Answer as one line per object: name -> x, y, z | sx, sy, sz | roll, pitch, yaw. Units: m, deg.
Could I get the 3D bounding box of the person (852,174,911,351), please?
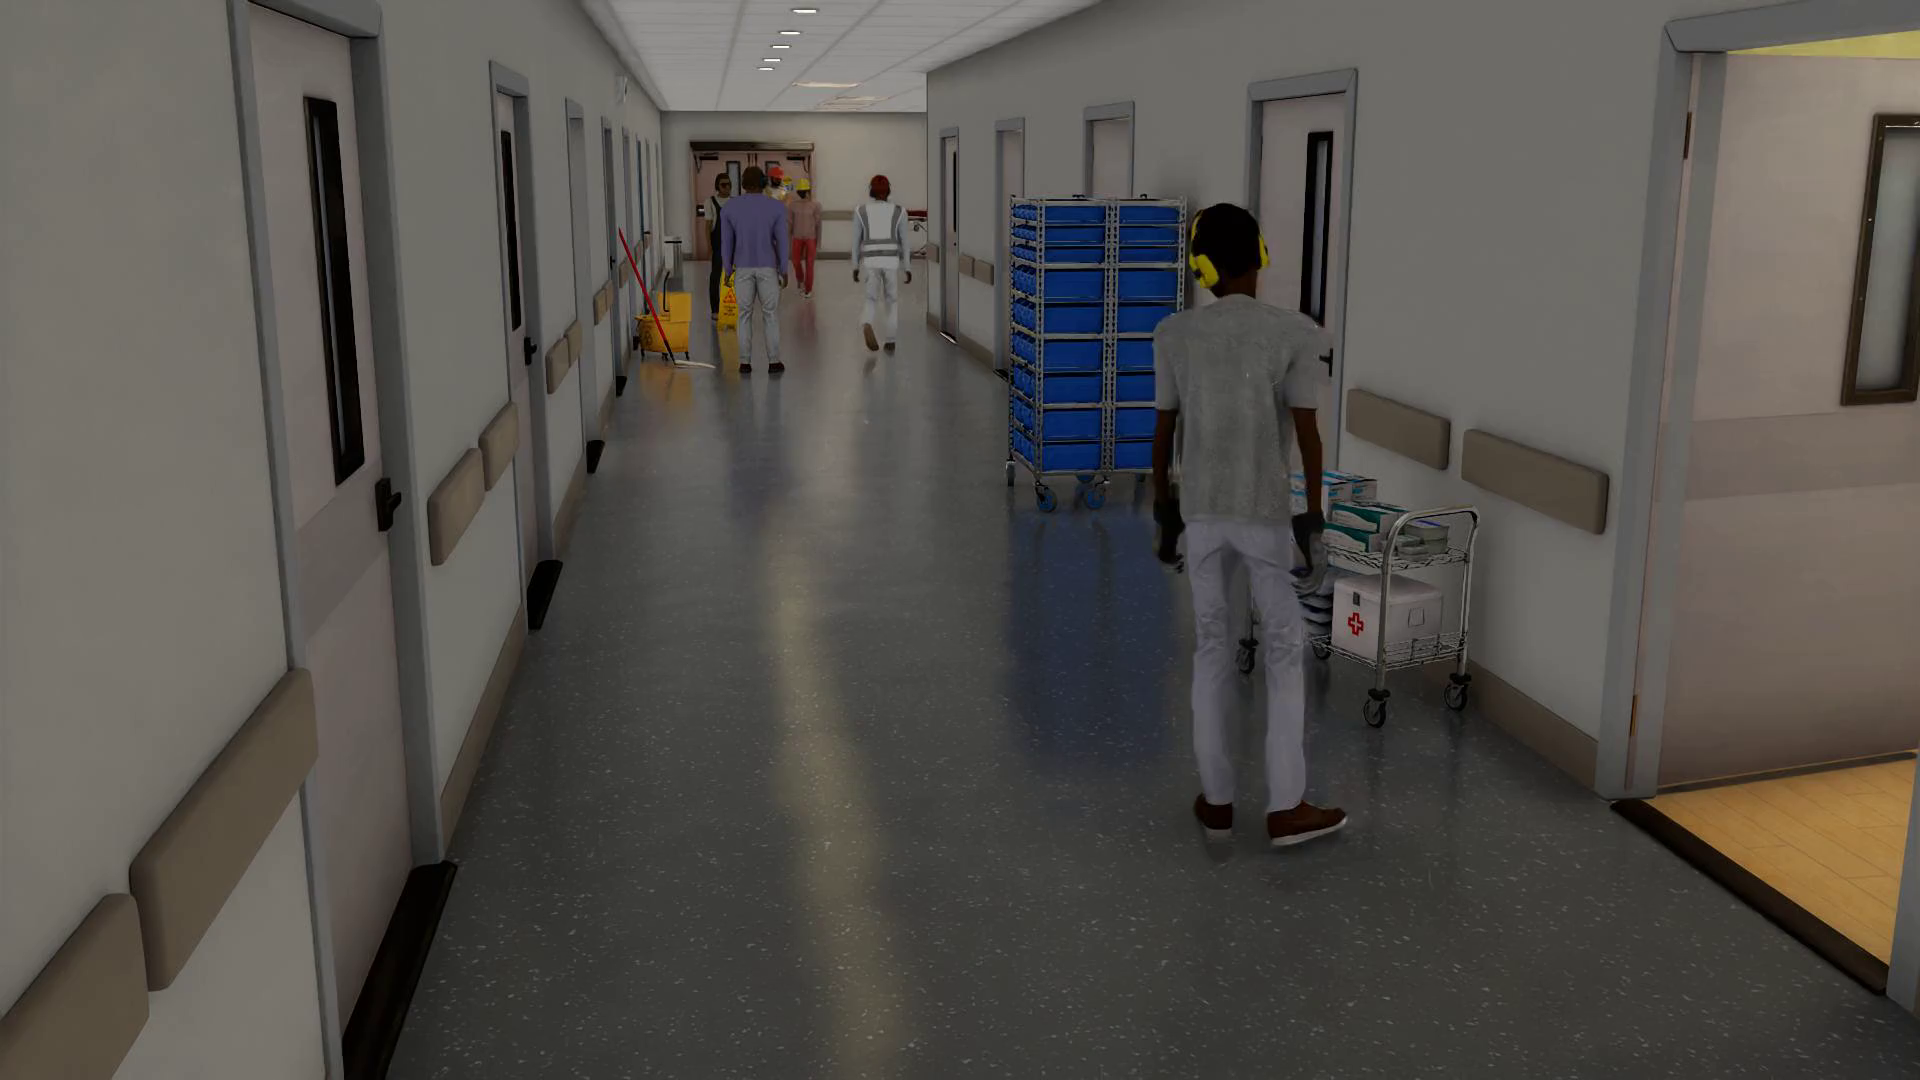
person -> -0.823, -2.862, 17.293 | 0.620, 1.856, 0.786 | 0, 13, 1

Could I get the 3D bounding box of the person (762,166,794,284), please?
person -> -2.990, -5.154, 27.295 | 0.578, 1.920, 0.653 | -6, 14, -25

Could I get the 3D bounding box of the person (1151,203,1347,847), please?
person -> 0.814, -0.043, 4.817 | 0.595, 1.830, 0.461 | 6, 14, 24

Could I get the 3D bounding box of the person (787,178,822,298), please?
person -> -2.298, -4.465, 24.635 | 0.526, 1.754, 0.416 | 1, 13, 2

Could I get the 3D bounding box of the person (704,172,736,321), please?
person -> -2.982, -3.708, 21.053 | 0.506, 1.846, 0.346 | -11, 16, -39

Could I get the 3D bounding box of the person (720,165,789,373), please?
person -> -1.917, -2.532, 15.623 | 0.634, 1.936, 0.351 | 0, 13, 0
